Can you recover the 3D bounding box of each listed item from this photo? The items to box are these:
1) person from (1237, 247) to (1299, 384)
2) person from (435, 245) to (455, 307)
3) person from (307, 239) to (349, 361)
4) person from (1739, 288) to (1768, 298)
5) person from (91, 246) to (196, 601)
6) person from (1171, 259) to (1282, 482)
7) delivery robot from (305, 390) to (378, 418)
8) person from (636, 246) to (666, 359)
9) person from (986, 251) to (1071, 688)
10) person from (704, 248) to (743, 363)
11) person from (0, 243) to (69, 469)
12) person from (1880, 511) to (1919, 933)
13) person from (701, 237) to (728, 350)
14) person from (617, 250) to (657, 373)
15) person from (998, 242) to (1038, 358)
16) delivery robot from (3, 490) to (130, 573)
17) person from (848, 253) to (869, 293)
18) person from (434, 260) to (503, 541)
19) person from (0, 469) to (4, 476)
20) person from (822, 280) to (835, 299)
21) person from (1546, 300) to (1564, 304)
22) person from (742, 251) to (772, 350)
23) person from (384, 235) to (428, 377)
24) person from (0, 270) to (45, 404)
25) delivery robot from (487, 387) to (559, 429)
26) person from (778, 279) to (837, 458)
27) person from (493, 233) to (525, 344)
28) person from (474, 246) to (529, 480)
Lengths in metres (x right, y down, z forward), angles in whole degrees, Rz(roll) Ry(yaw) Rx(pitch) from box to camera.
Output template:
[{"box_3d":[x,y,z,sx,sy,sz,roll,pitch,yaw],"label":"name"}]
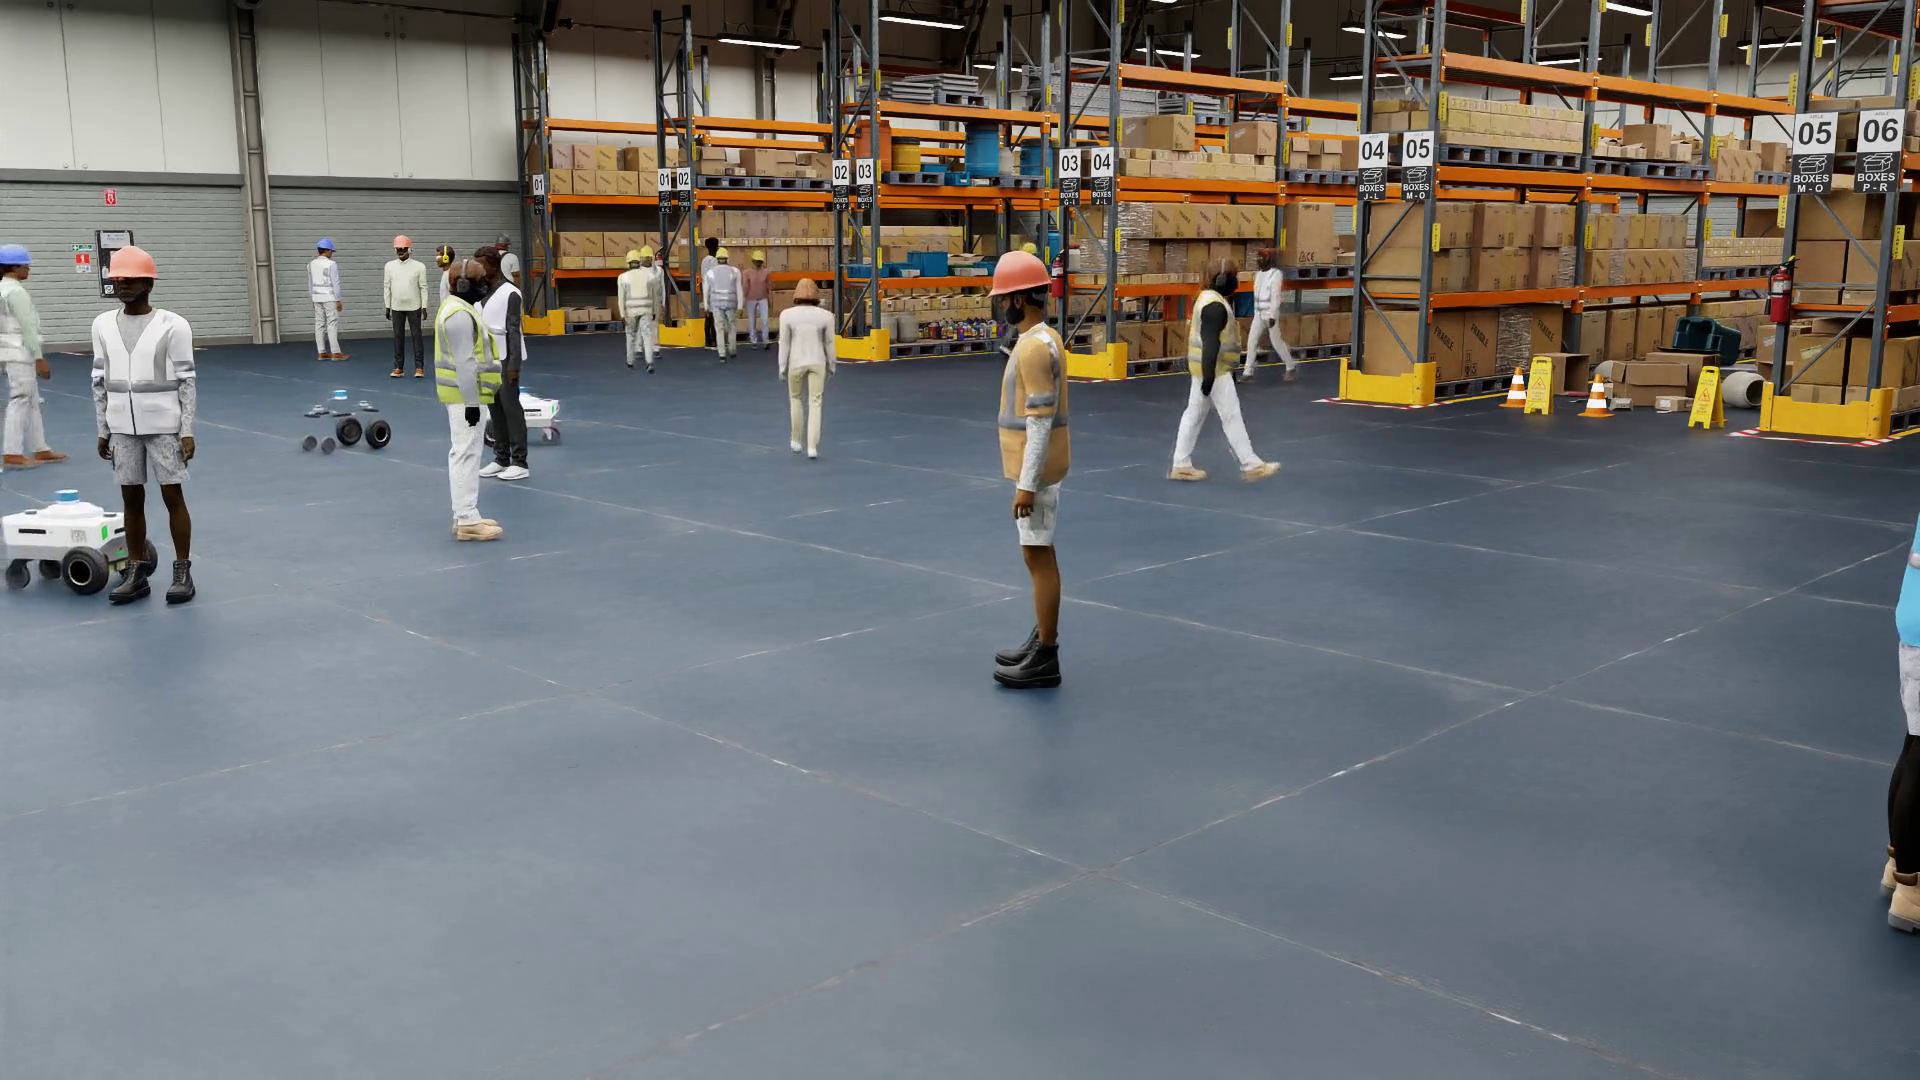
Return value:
[{"box_3d":[4.236,-3.066,22.699,0.944,1.851,0.584,-6,12,-31],"label":"person"},{"box_3d":[-6.543,-2.825,21.298,0.327,1.872,0.516,-3,11,-16],"label":"person"},{"box_3d":[-10.190,-3.860,26.762,0.604,1.936,0.411,5,12,25],"label":"person"},{"box_3d":[15.484,-4.868,32.434,0.962,1.885,0.565,-5,12,-26],"label":"person"},{"box_3d":[-4.468,-0.628,9.120,0.543,1.942,0.353,-1,10,-3],"label":"person"},{"box_3d":[2.167,-1.370,13.544,0.928,1.795,0.647,1,10,3],"label":"person"},{"box_3d":[-5.838,-1.297,15.694,0.335,0.223,0.698,6,12,31],"label":"delivery robot"},{"box_3d":[-5.101,-3.885,27.189,0.600,1.827,0.404,-4,11,-21],"label":"person"},{"box_3d":[0.301,-0.314,7.446,0.385,1.929,0.547,1,10,6],"label":"person"},{"box_3d":[-3.752,-3.726,26.421,0.627,1.784,0.905,-1,10,-4],"label":"person"},{"box_3d":[-8.154,-1.602,14.476,0.488,1.947,0.609,-9,14,-41],"label":"person"},{"box_3d":[2.884,0.284,4.811,0.320,1.699,0.531,5,12,27],"label":"person"},{"box_3d":[-4.351,-4.346,29.329,0.365,1.966,0.608,-6,12,-31],"label":"person"},{"box_3d":[-4.731,-3.358,24.462,0.603,1.791,0.948,-4,11,-22],"label":"person"},{"box_3d":[1.048,-3.954,27.410,0.953,1.892,0.598,-6,12,-30],"label":"person"},{"box_3d":[-5.120,-0.045,9.589,0.707,0.478,0.477,2,11,11],"label":"delivery robot"},{"box_3d":[-2.296,-5.732,37.852,0.495,1.618,0.507,-10,14,-42],"label":"person"},{"box_3d":[-3.266,-0.938,11.090,0.429,1.839,0.633,-4,11,-20],"label":"person"},{"box_3d":[-8.235,-1.297,13.511,0.538,1.677,0.722,7,13,34],"label":"person"},{"box_3d":[-2.802,-5.294,35.274,0.564,1.676,0.589,8,13,37],"label":"person"},{"box_3d":[11.013,-4.658,30.810,0.367,2.048,0.609,-2,11,-11],"label":"person"},{"box_3d":[-3.530,-4.165,29.009,0.552,1.717,0.913,-3,11,-14],"label":"person"},{"box_3d":[-7.863,-3.311,23.607,0.611,1.996,0.379,-1,10,-3],"label":"person"},{"box_3d":[-11.393,-2.505,19.770,0.950,1.798,0.641,2,11,8],"label":"person"},{"box_3d":[-4.255,-1.241,16.111,0.707,0.478,0.477,-1,10,-7],"label":"delivery robot"},{"box_3d":[-1.394,-1.576,15.203,0.532,1.596,0.787,-1,10,-8],"label":"person"},{"box_3d":[-8.177,-4.471,29.926,0.683,2.000,0.536,3,11,16],"label":"person"},{"box_3d":[-3.819,-1.472,13.818,0.592,1.912,0.381,9,13,39],"label":"person"}]
